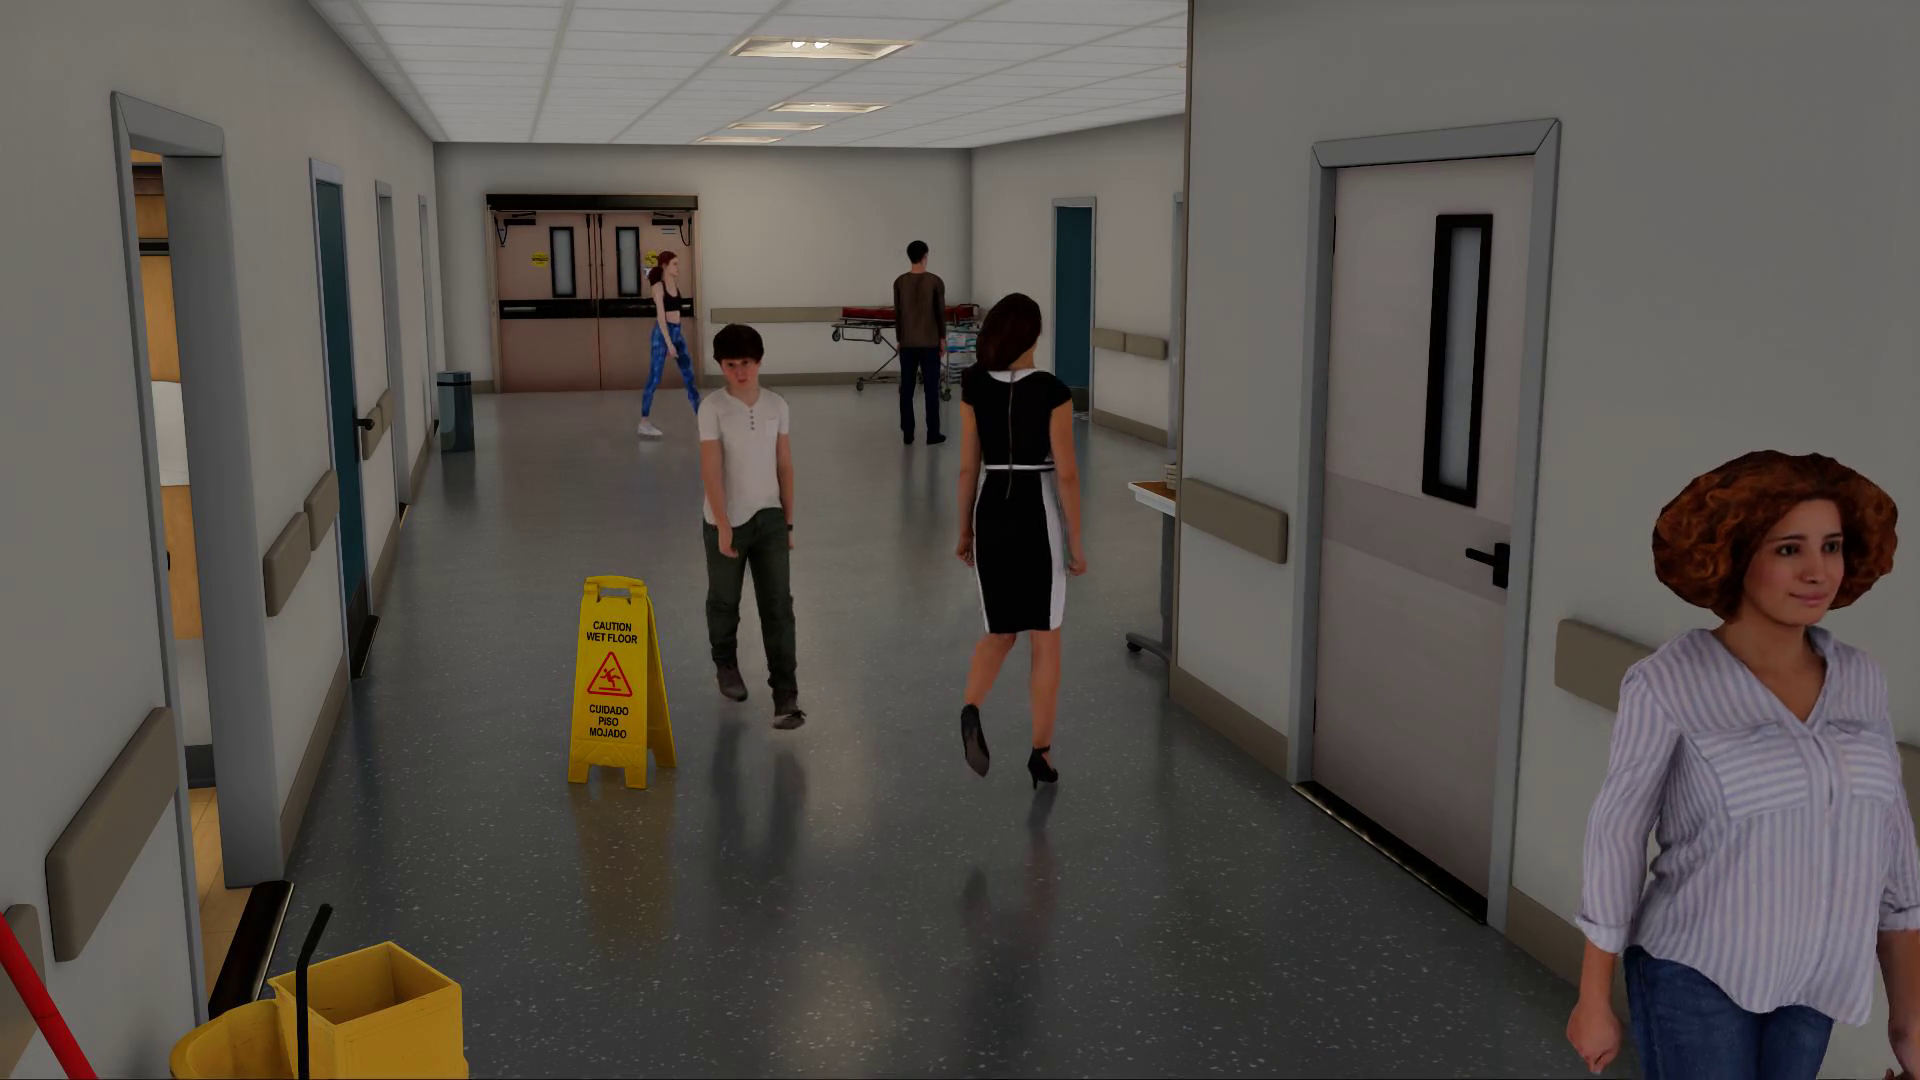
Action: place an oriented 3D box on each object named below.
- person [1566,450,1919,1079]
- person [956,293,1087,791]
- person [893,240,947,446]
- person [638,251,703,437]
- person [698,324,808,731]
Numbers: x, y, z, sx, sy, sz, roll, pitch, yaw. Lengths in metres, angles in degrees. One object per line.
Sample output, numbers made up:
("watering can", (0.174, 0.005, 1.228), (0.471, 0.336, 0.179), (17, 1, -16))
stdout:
("person", (1.224, 0.677, 2.747), (0.661, 1.699, 0.674), (-2, 11, -12))
("person", (0.163, 0.048, 5.849), (0.903, 1.777, 0.983), (6, 12, 28))
("person", (-0.380, -1.845, 15.534), (0.731, 1.886, 0.721), (2, 11, 13))
("person", (-2.846, -1.810, 15.741), (1.112, 1.740, 1.107), (5, 12, 26))
("person", (-0.920, -0.044, 6.811), (0.704, 1.599, 1.208), (-5, 12, -25))
